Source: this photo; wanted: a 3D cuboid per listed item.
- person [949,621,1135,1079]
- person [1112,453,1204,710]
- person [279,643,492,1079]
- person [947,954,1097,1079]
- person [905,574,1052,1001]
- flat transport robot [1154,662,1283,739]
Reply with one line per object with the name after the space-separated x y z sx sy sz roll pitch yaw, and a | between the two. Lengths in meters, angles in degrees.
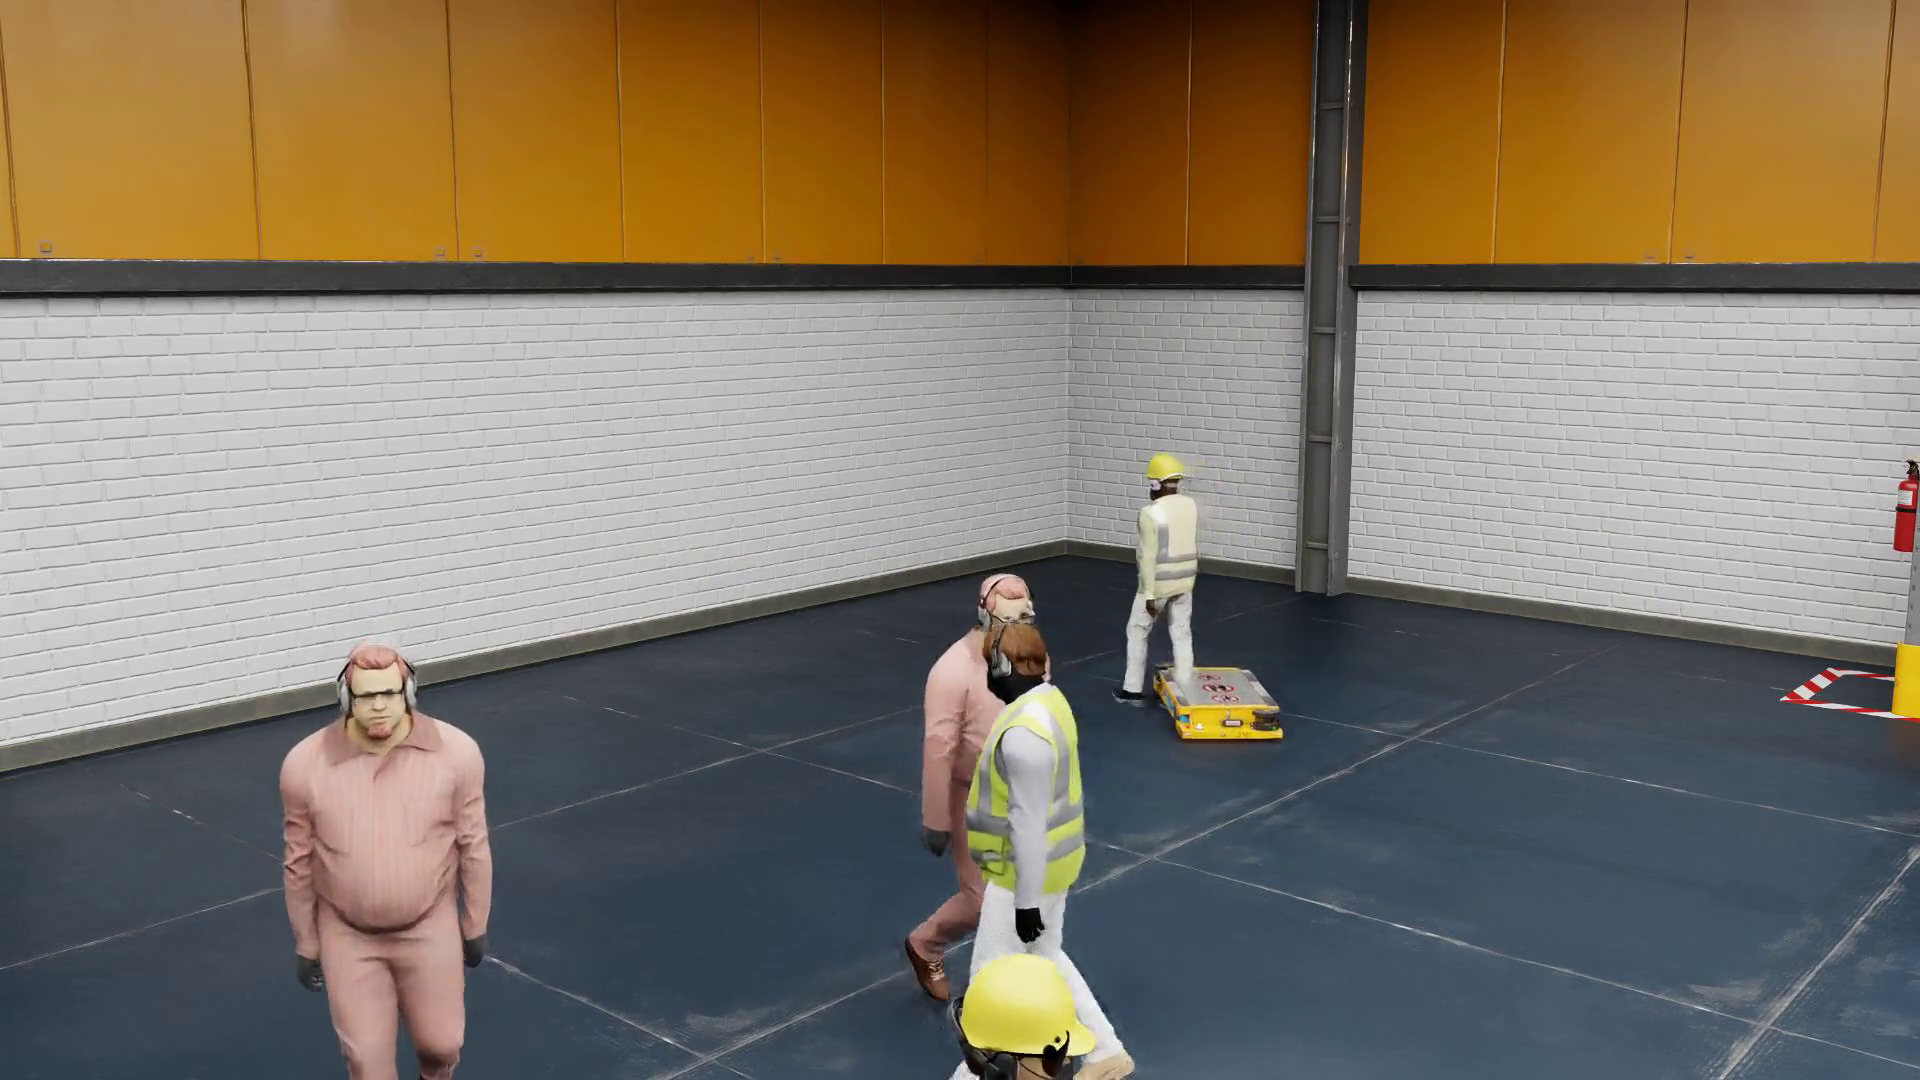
0.275 1.192 6.028 0.766 1.796 0.689 1 9 9 | person
1.376 0.291 11.633 0.599 1.804 0.757 -6 11 -32 | person
-1.866 1.237 5.458 0.640 1.889 0.645 -3 9 -17 | person
0.018 1.649 3.311 0.787 1.743 0.527 2 9 13 | person
0.087 1.035 6.727 0.691 1.876 0.563 -9 12 -43 | person
1.747 1.089 11.415 0.652 0.197 1.431 0 9 -1 | flat transport robot
